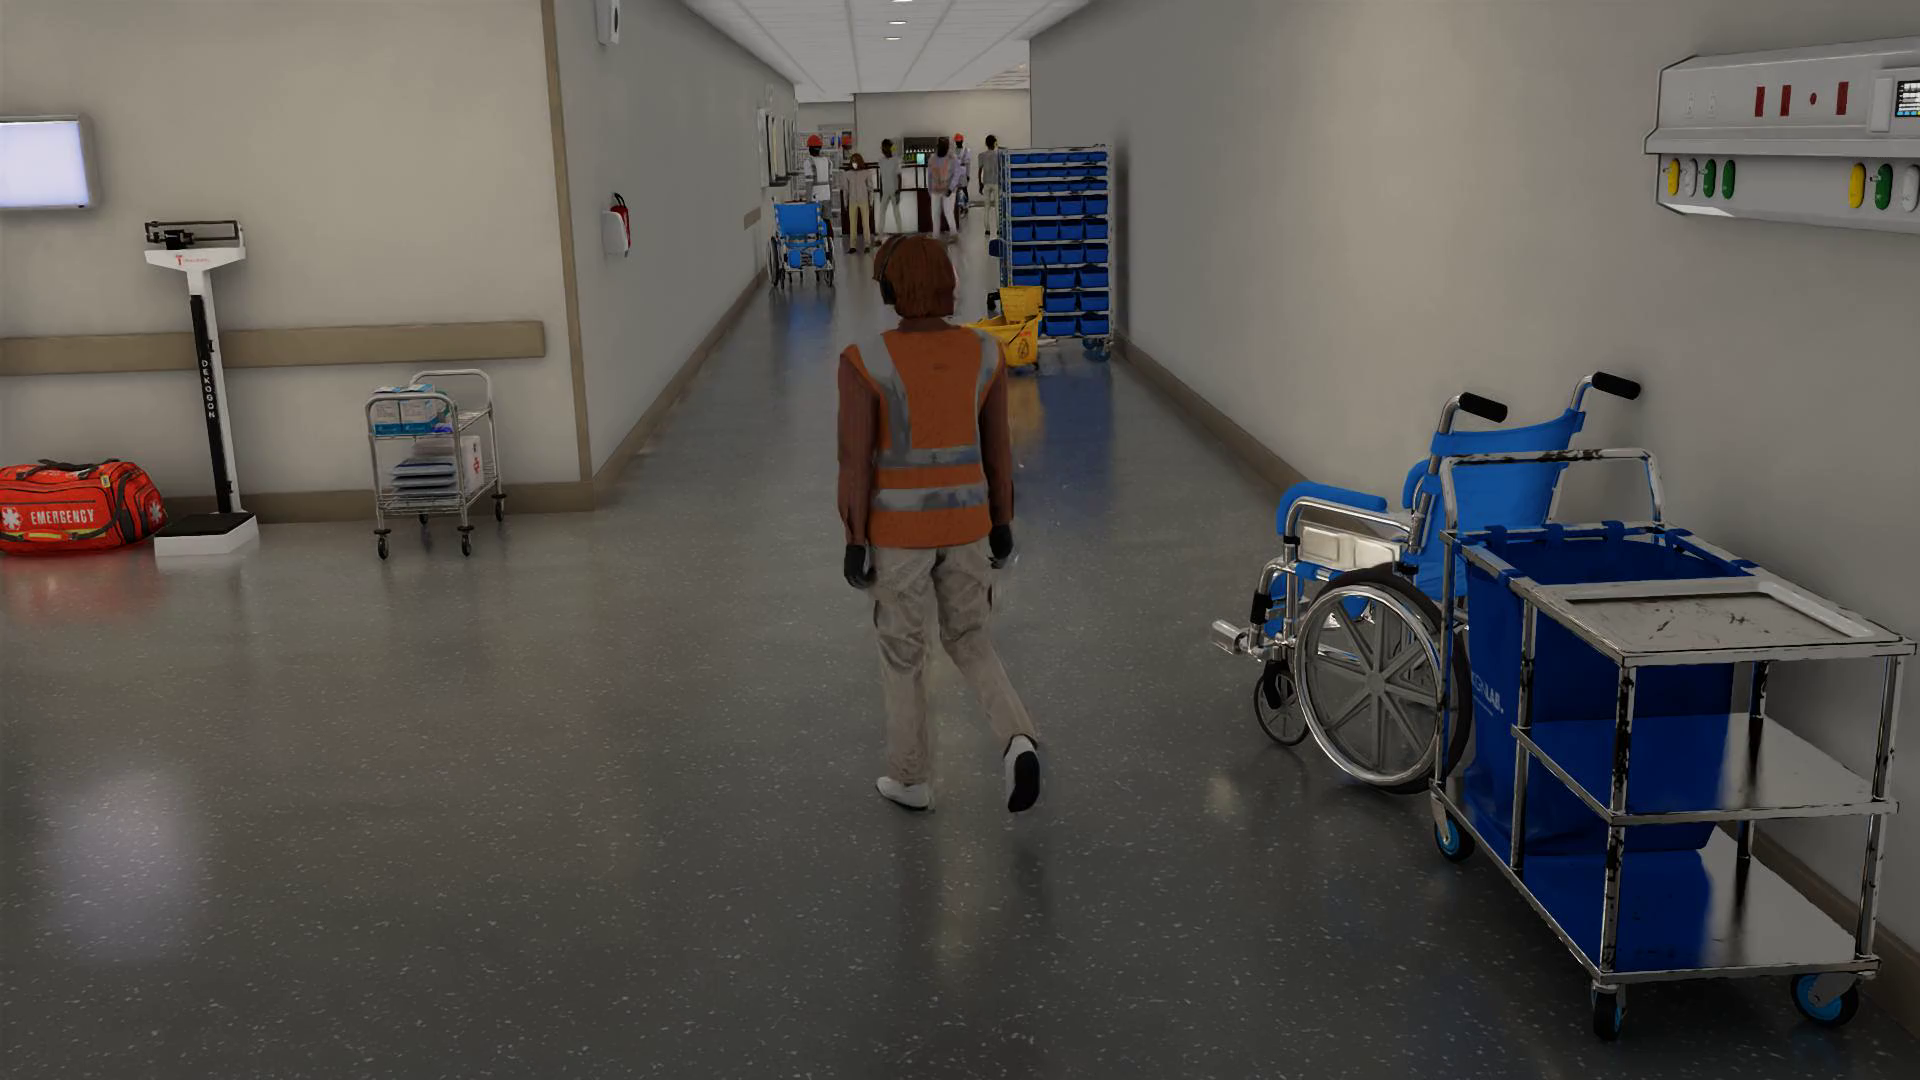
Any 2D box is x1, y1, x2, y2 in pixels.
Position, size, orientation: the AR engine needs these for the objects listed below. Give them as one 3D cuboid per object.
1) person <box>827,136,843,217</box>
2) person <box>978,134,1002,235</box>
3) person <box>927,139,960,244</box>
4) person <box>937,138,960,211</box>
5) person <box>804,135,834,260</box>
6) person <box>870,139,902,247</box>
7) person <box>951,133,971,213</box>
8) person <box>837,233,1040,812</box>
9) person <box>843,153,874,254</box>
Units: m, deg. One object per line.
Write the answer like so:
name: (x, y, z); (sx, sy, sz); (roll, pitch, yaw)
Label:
person: (-3.015, -8.804, 40.322); (0.407, 1.942, 0.615); (-6, 14, -17)
person: (0.594, -6.667, 31.273); (0.513, 1.872, 0.331); (2, 14, 16)
person: (-0.290, -6.021, 28.833); (0.630, 1.814, 0.534); (4, 15, 21)
person: (-0.328, -8.416, 38.683); (0.569, 1.828, 0.626); (-10, 16, -30)
person: (-2.237, -5.382, 26.182); (0.543, 1.939, 0.370); (-15, 19, -43)
person: (-1.265, -5.958, 28.653); (0.550, 1.830, 0.900); (7, 16, 30)
person: (0.002, -8.952, 40.612); (0.545, 1.929, 0.390); (5, 15, 27)
person: (-0.050, -0.003, 4.482); (0.526, 1.625, 0.552); (-9, 16, -28)
person: (-1.669, -5.536, 27.386); (0.507, 1.631, 0.275); (1, 14, 9)
